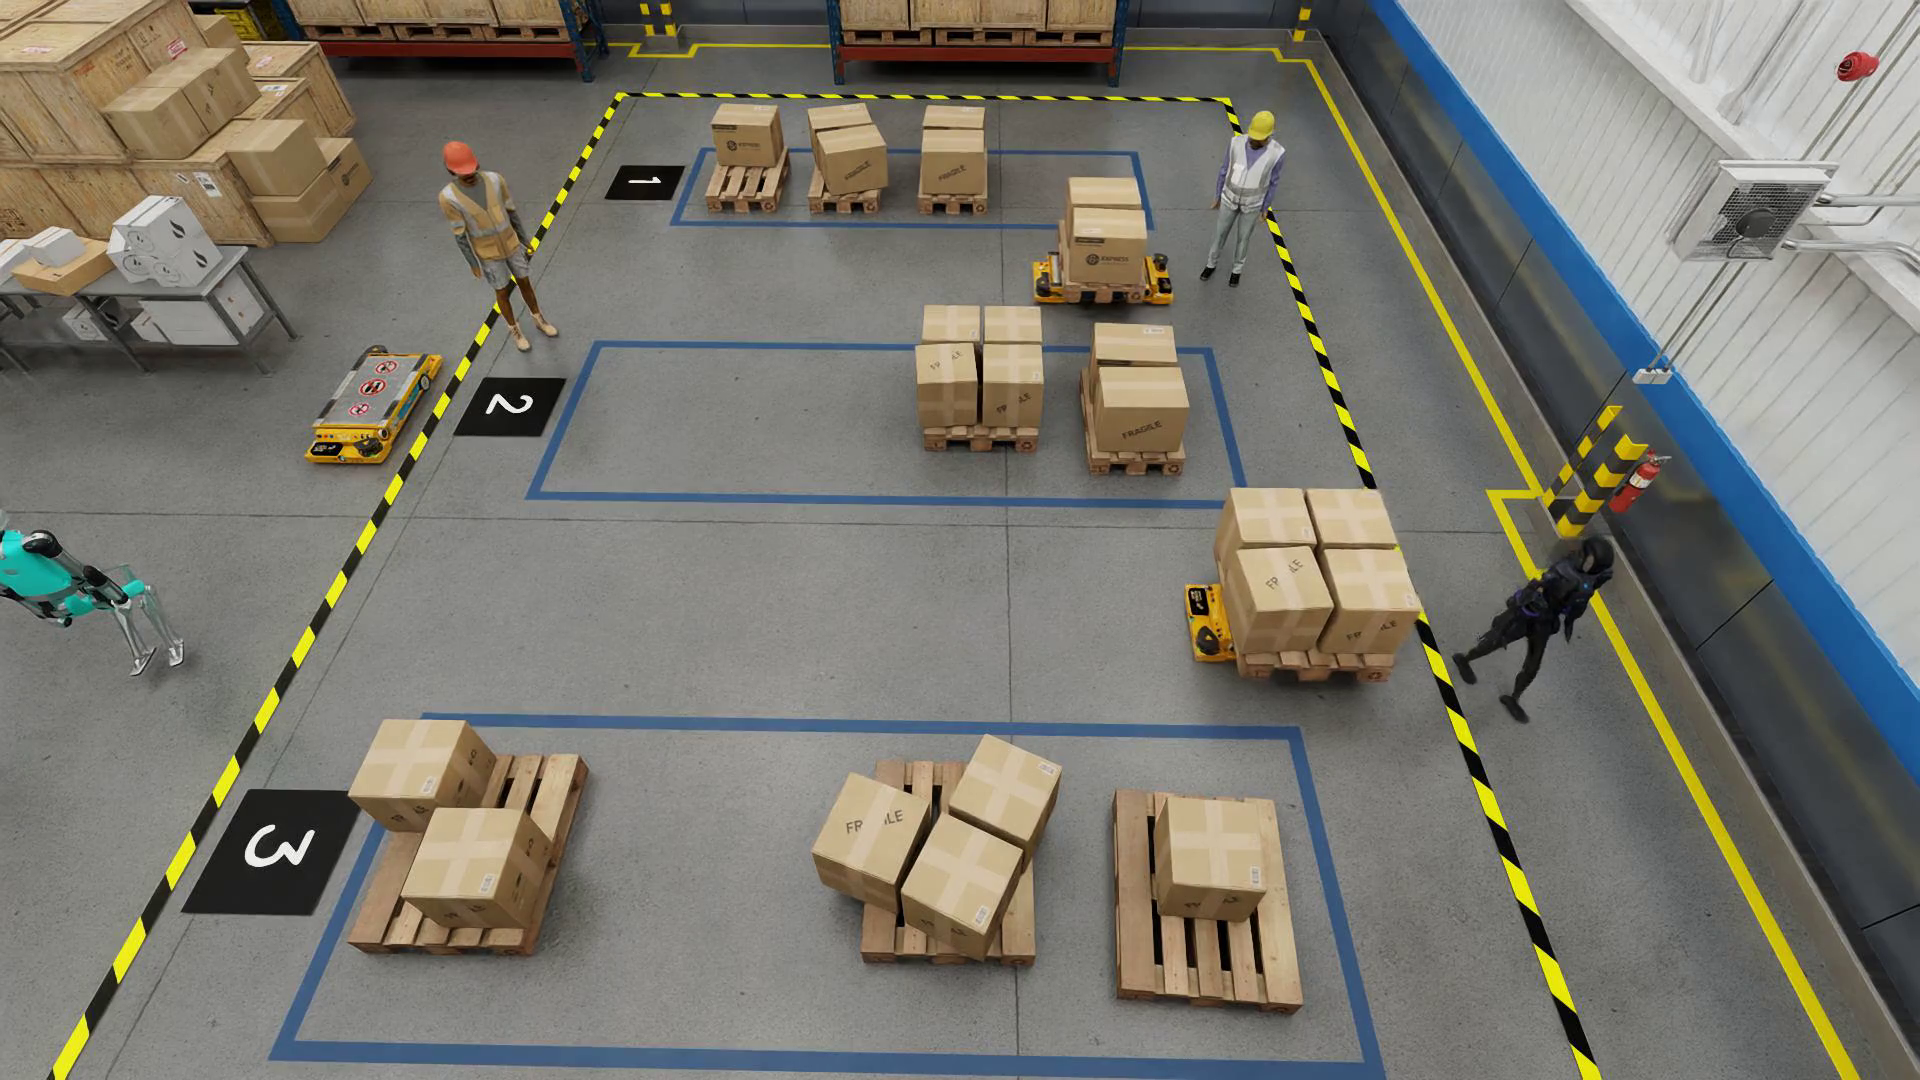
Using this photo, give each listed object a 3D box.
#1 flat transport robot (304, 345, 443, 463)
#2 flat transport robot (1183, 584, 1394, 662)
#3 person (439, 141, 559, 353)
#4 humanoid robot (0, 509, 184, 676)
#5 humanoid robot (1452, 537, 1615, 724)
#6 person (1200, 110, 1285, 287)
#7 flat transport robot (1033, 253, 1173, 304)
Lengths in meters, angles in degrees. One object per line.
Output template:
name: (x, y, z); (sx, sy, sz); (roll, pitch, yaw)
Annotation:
flat transport robot: (-5.383, -1.269, 8.441); (0.659, 0.231, 1.431); (1, 50, 1)
flat transport robot: (2.445, 0.590, 6.849); (1.431, 0.197, 0.652); (1, 50, 1)
person: (-4.265, -2.691, 8.484); (0.379, 2.039, 0.614); (35, 58, 26)
humanoid robot: (-5.825, 0.254, 6.099); (0.533, 1.681, 0.735); (-12, 51, -10)
humanoid robot: (3.767, 0.563, 5.976); (0.612, 1.636, 0.639); (-7, 50, -6)
person: (2.846, -3.424, 9.246); (0.586, 1.823, 0.403); (19, 52, 16)
flat transport robot: (1.506, -2.782, 9.703); (1.431, 0.197, 0.652); (1, 50, 1)
